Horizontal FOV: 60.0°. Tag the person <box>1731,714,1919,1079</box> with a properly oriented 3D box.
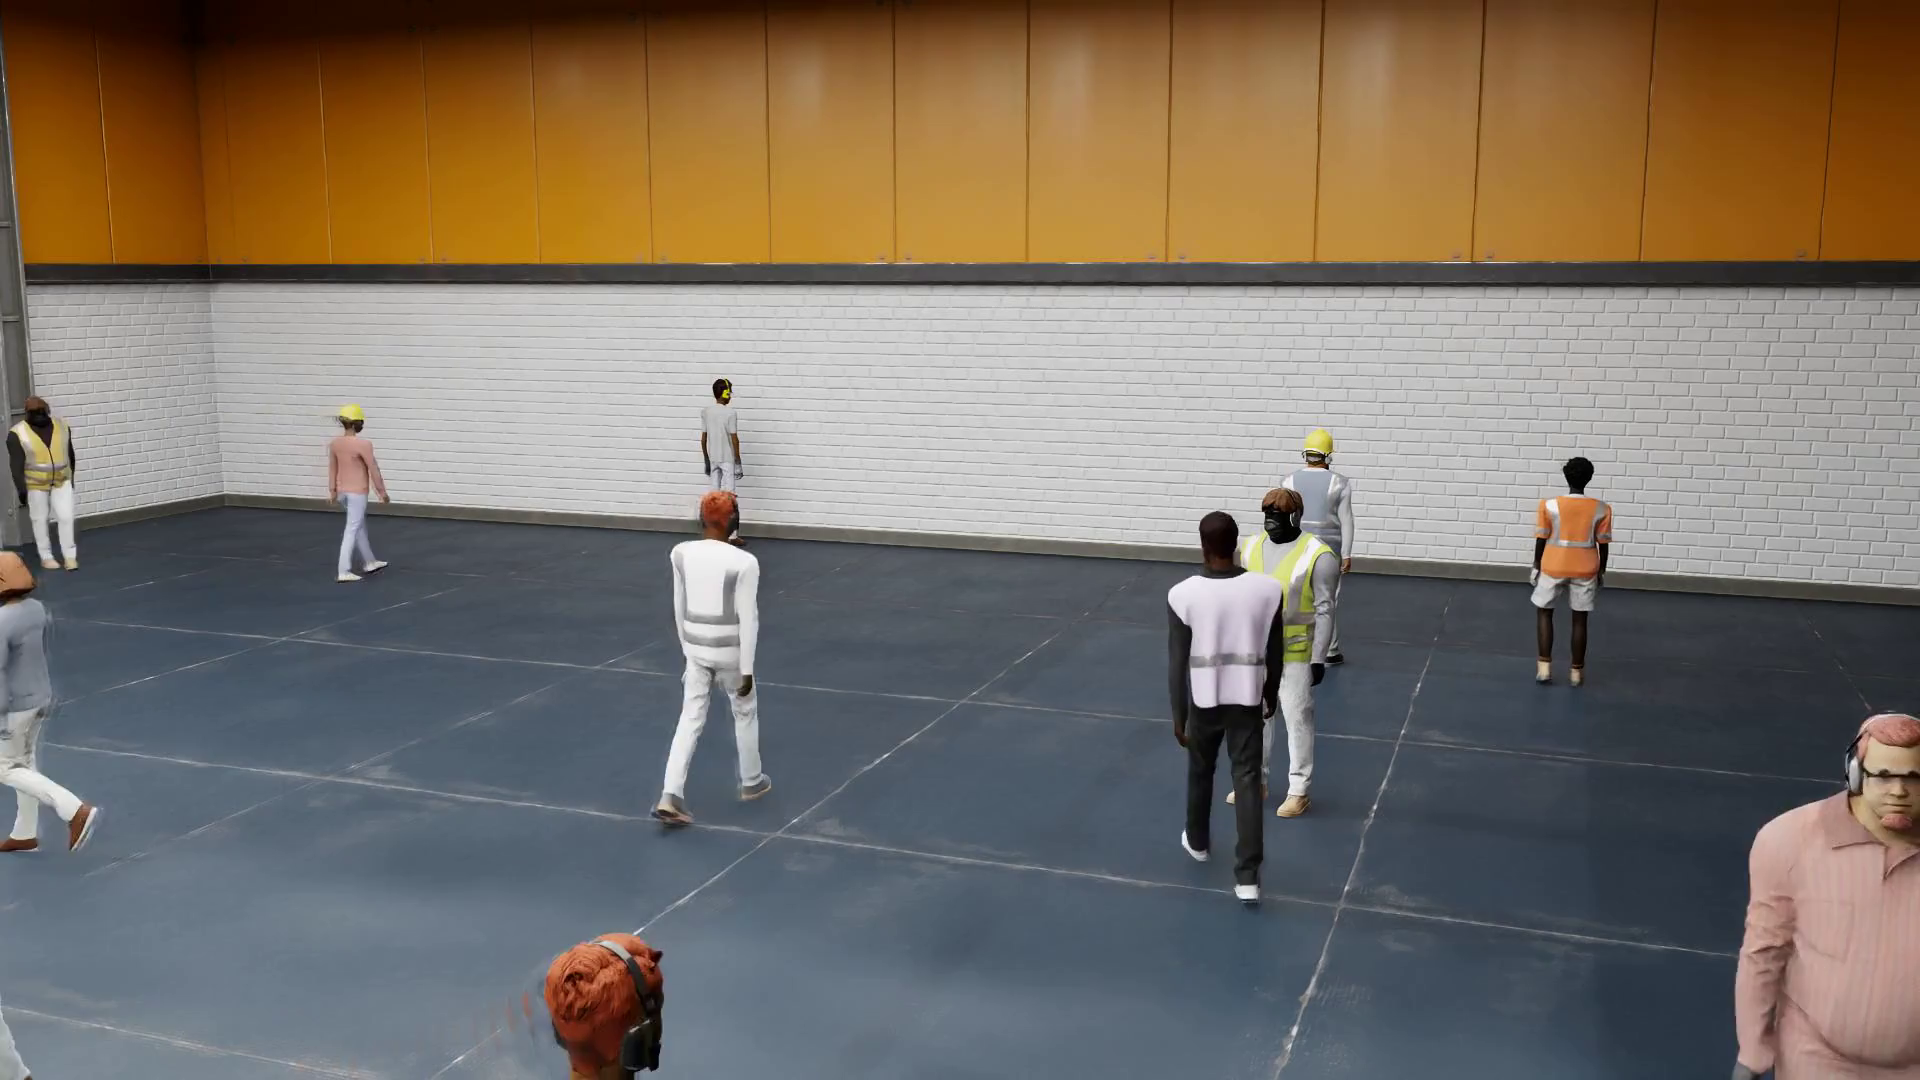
[{"bbox_3d":[2.410,1.385,4.438,0.646,1.892,0.437,4,10,24],"label":"person"}]

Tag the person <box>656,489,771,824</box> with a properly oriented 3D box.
[{"bbox_3d":[-1.375,0.637,9.254,0.576,1.849,0.970,3,10,20],"label":"person"}]

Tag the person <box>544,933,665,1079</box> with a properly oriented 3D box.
[{"bbox_3d":[-0.685,1.632,3.077,0.589,1.844,0.964,4,10,25],"label":"person"}]

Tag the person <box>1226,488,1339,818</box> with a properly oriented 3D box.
[{"bbox_3d":[1.785,0.621,9.334,0.632,1.843,0.429,9,13,43],"label":"person"}]

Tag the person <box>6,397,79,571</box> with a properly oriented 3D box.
[{"bbox_3d":[-9.249,-0.558,16.822,0.732,1.789,0.651,8,12,42],"label":"person"}]

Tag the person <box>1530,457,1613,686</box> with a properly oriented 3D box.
[{"bbox_3d":[4.471,0.235,12.177,0.559,1.690,0.321,2,9,10],"label":"person"}]

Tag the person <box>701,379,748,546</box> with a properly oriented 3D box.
[{"bbox_3d":[-2.621,-0.851,18.397,0.521,1.865,0.327,5,10,28],"label":"person"}]

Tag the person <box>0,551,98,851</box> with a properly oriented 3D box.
[{"bbox_3d":[-4.795,0.855,8.590,0.564,1.615,0.504,0,9,0],"label":"person"}]

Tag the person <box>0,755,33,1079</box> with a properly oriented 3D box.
[{"bbox_3d":[-2.826,1.381,4.457,0.936,1.904,0.547,-8,12,-42],"label":"person"}]

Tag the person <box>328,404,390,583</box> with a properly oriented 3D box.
[{"bbox_3d":[-5.905,-0.473,16.461,0.533,1.735,0.831,5,11,30],"label":"person"}]

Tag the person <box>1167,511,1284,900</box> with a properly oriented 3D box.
[{"bbox_3d":[1.313,0.791,8.237,0.602,1.868,1.021,0,9,0],"label":"person"}]

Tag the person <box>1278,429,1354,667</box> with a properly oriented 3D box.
[{"bbox_3d":[2.743,0.065,12.809,0.586,1.833,0.404,4,10,26],"label":"person"}]
